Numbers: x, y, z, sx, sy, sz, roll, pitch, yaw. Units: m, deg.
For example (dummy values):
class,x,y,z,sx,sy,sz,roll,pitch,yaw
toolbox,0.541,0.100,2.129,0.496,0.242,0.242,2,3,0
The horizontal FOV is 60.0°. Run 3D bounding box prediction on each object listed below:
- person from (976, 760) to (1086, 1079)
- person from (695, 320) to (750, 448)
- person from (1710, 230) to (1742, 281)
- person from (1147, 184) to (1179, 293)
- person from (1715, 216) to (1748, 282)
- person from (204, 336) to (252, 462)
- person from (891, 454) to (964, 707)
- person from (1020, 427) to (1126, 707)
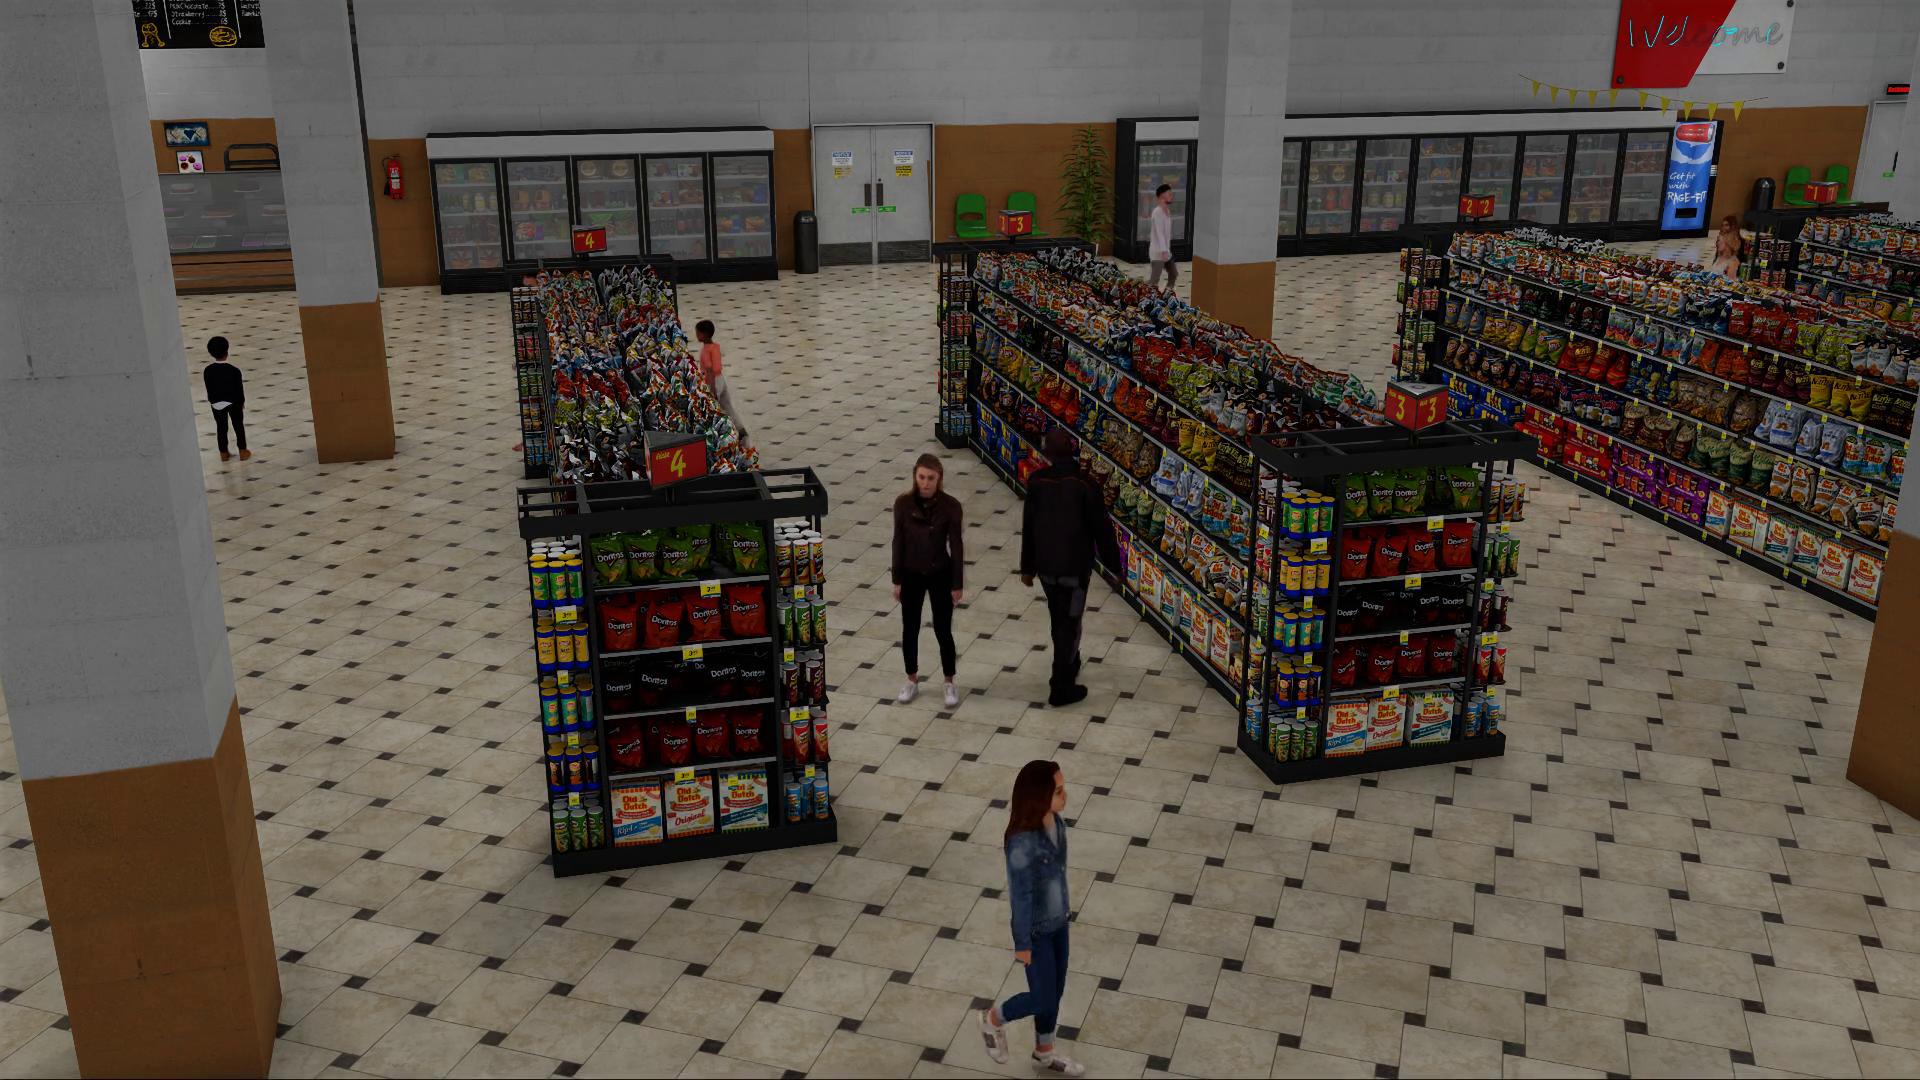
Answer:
class,x,y,z,sx,sy,sz,roll,pitch,yaw
person,0.278,1.608,7.009,0.833,1.466,0.777,9,21,26
person,-2.396,-1.545,16.621,0.888,1.298,0.892,8,20,23
person,9.274,-2.873,20.044,0.744,1.628,1.030,-2,19,-7
person,2.715,-4.023,23.154,0.964,1.820,0.919,7,20,20
person,9.779,-3.257,21.098,0.867,1.683,0.919,-15,24,-37
person,-7.175,-1.381,16.254,0.512,1.223,0.484,-3,19,-9
person,-0.195,0.247,10.687,0.693,1.695,0.693,5,19,16
person,0.619,0.191,10.699,1.085,1.794,1.145,12,22,32
